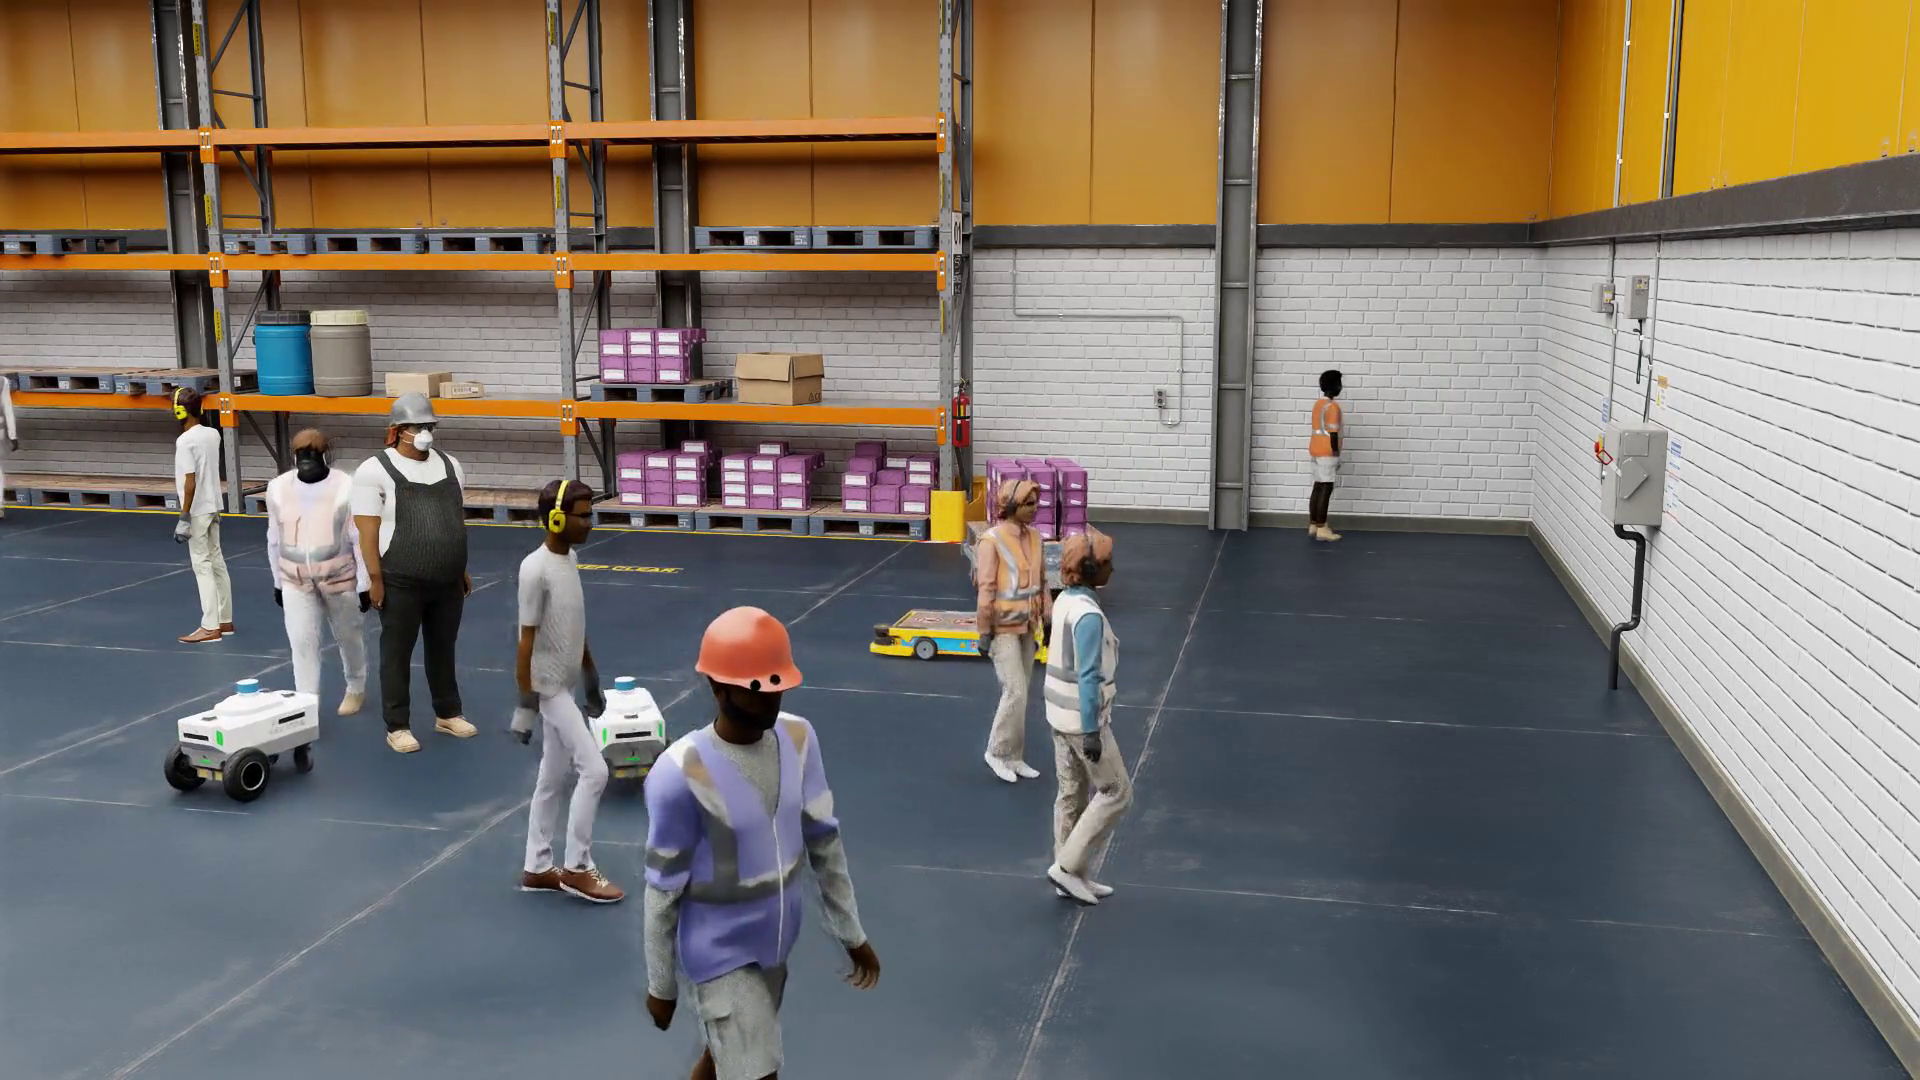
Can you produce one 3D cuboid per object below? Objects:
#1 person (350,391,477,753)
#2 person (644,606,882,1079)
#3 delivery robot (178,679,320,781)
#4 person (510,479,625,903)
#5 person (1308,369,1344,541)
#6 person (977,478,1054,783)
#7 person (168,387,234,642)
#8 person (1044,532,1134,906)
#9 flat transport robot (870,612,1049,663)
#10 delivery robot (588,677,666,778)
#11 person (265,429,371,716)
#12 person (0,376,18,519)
[{"bbox_3d":[-3.057,0.170,9.497,0.537,2.000,0.682,8,12,38],"label":"person"},{"bbox_3d":[-0.544,1.096,4.490,1.009,1.880,0.565,7,12,37],"label":"person"},{"bbox_3d":[-3.753,0.981,8.809,0.477,0.478,0.707,5,11,25],"label":"delivery robot"},{"bbox_3d":[-1.657,0.656,7.199,0.650,1.842,0.549,1,10,4],"label":"person"},{"bbox_3d":[3.647,-0.849,16.551,0.317,1.695,0.539,-1,10,-7],"label":"person"},{"bbox_3d":[0.308,0.482,8.839,0.388,1.625,0.548,7,12,36],"label":"person"},{"bbox_3d":[-5.548,-0.182,12.108,0.327,1.865,0.521,0,10,3],"label":"person"},{"bbox_3d":[0.543,0.773,7.122,0.371,1.626,0.537,-2,10,-9],"label":"person"},{"bbox_3d":[0.139,0.673,11.753,1.431,0.197,0.652,2,10,12],"label":"flat transport robot"},{"bbox_3d":[-1.781,0.973,8.859,0.477,0.478,0.707,-3,10,-18],"label":"delivery robot"},{"bbox_3d":[-3.762,0.234,9.850,0.642,1.803,0.941,-1,10,-5],"label":"person"},{"bbox_3d":[-10.285,-1.090,17.464,0.593,1.865,0.617,9,13,42],"label":"person"}]
